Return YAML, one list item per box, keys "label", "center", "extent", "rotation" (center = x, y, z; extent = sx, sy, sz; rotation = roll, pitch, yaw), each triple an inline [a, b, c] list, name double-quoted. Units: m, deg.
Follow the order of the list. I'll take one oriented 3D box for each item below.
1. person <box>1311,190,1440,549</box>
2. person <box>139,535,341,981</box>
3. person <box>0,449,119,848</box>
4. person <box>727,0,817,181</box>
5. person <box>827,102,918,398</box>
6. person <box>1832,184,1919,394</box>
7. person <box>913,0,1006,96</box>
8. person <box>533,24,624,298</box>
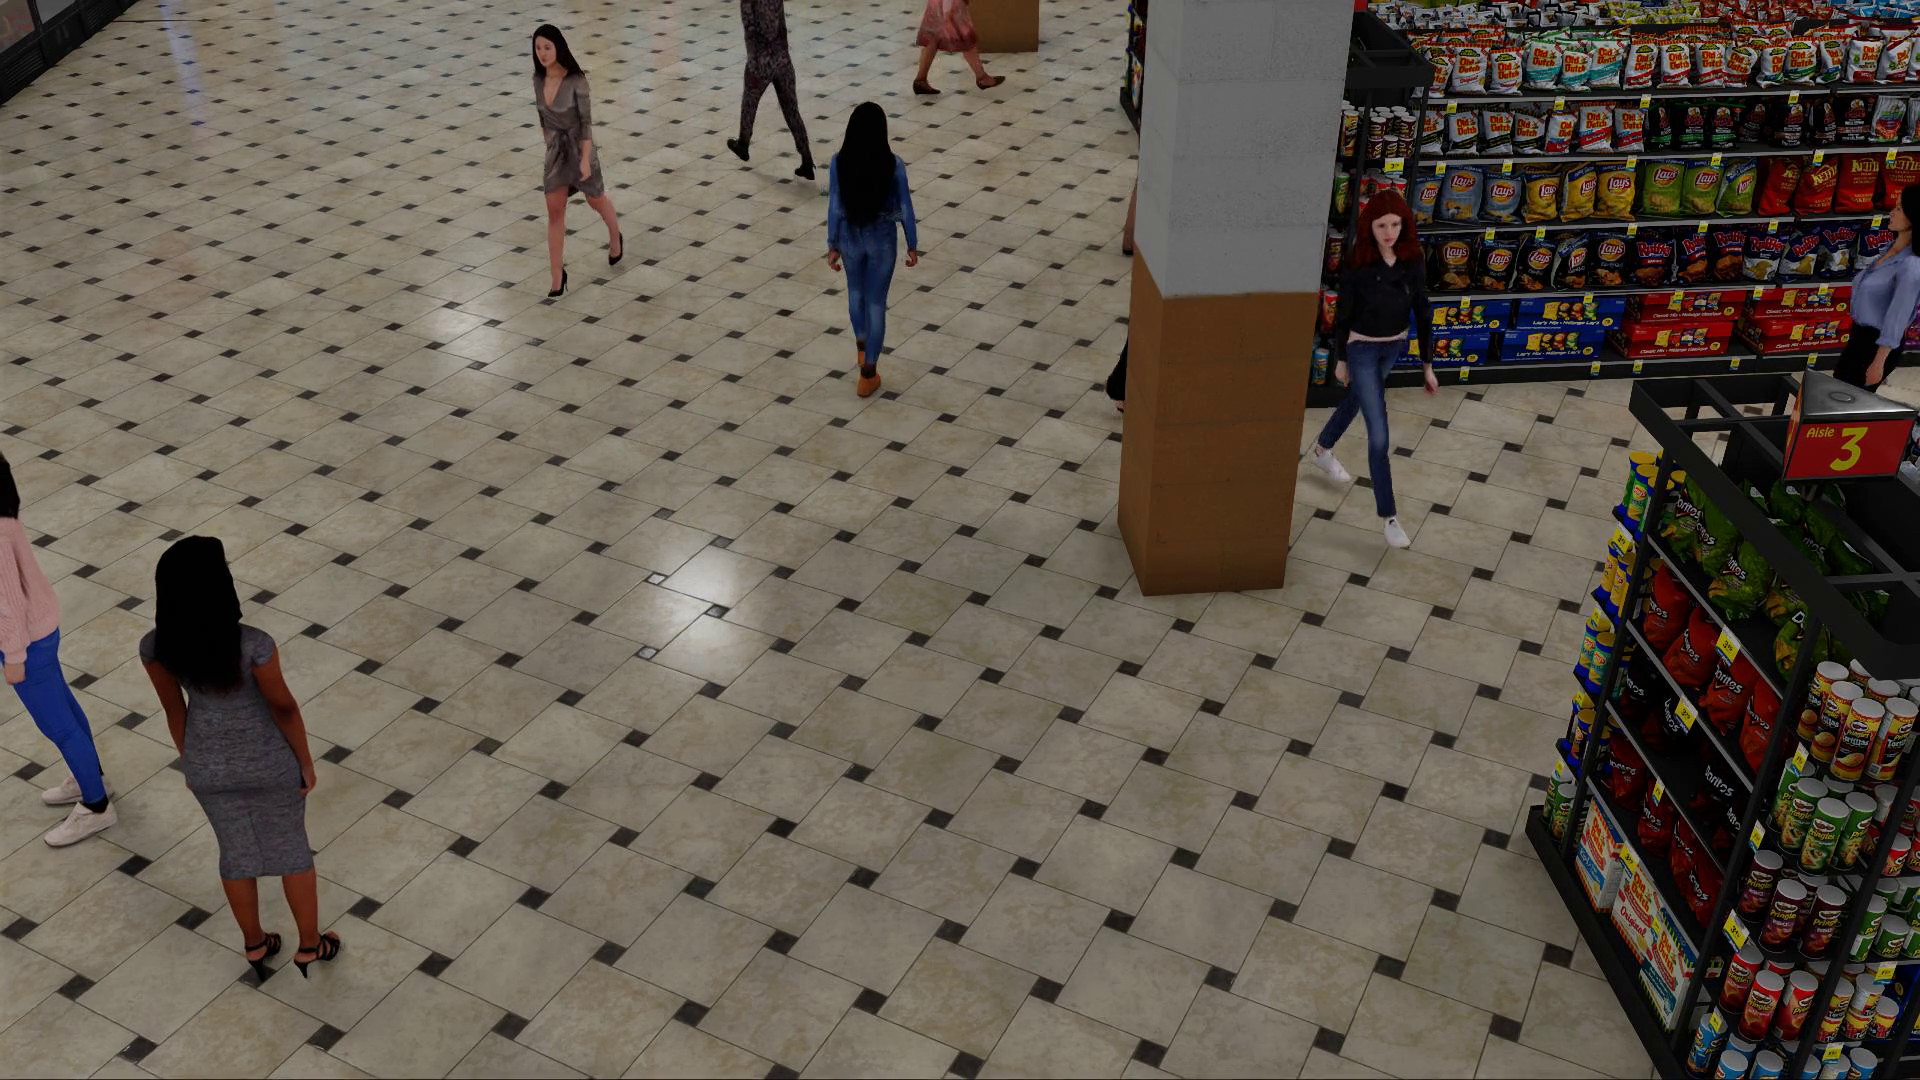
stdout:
- label: "person"
  center: [2.019, -0.911, 8.318]
  extent: [1.251, 1.715, 0.872]
  rotation: [-11, 33, -16]
- label: "person"
  center: [-2.389, 0.777, 5.545]
  extent: [0.442, 1.778, 0.641]
  rotation: [-2, 32, -3]
- label: "person"
  center: [-3.498, 0.354, 6.232]
  extent: [0.677, 1.770, 0.711]
  rotation: [-15, 35, -22]
- label: "person"
  center: [-1.393, -3.518, 12.574]
  extent: [1.184, 1.644, 1.122]
  rotation: [-25, 39, -34]
- label: "person"
  center: [-0.540, -1.606, 9.449]
  extent: [0.849, 1.699, 0.841]
  rotation: [6, 32, 9]
- label: "person"
  center: [4.642, -0.910, 8.301]
  extent: [0.902, 1.729, 0.793]
  rotation: [7, 33, 11]
- label: "person"
  center: [-0.186, -4.636, 14.364]
  extent: [1.076, 1.650, 0.700]
  rotation: [-8, 33, -12]
- label: "person"
  center: [-2.483, -2.497, 10.876]
  extent: [1.129, 1.703, 0.964]
  rotation: [10, 33, 16]
